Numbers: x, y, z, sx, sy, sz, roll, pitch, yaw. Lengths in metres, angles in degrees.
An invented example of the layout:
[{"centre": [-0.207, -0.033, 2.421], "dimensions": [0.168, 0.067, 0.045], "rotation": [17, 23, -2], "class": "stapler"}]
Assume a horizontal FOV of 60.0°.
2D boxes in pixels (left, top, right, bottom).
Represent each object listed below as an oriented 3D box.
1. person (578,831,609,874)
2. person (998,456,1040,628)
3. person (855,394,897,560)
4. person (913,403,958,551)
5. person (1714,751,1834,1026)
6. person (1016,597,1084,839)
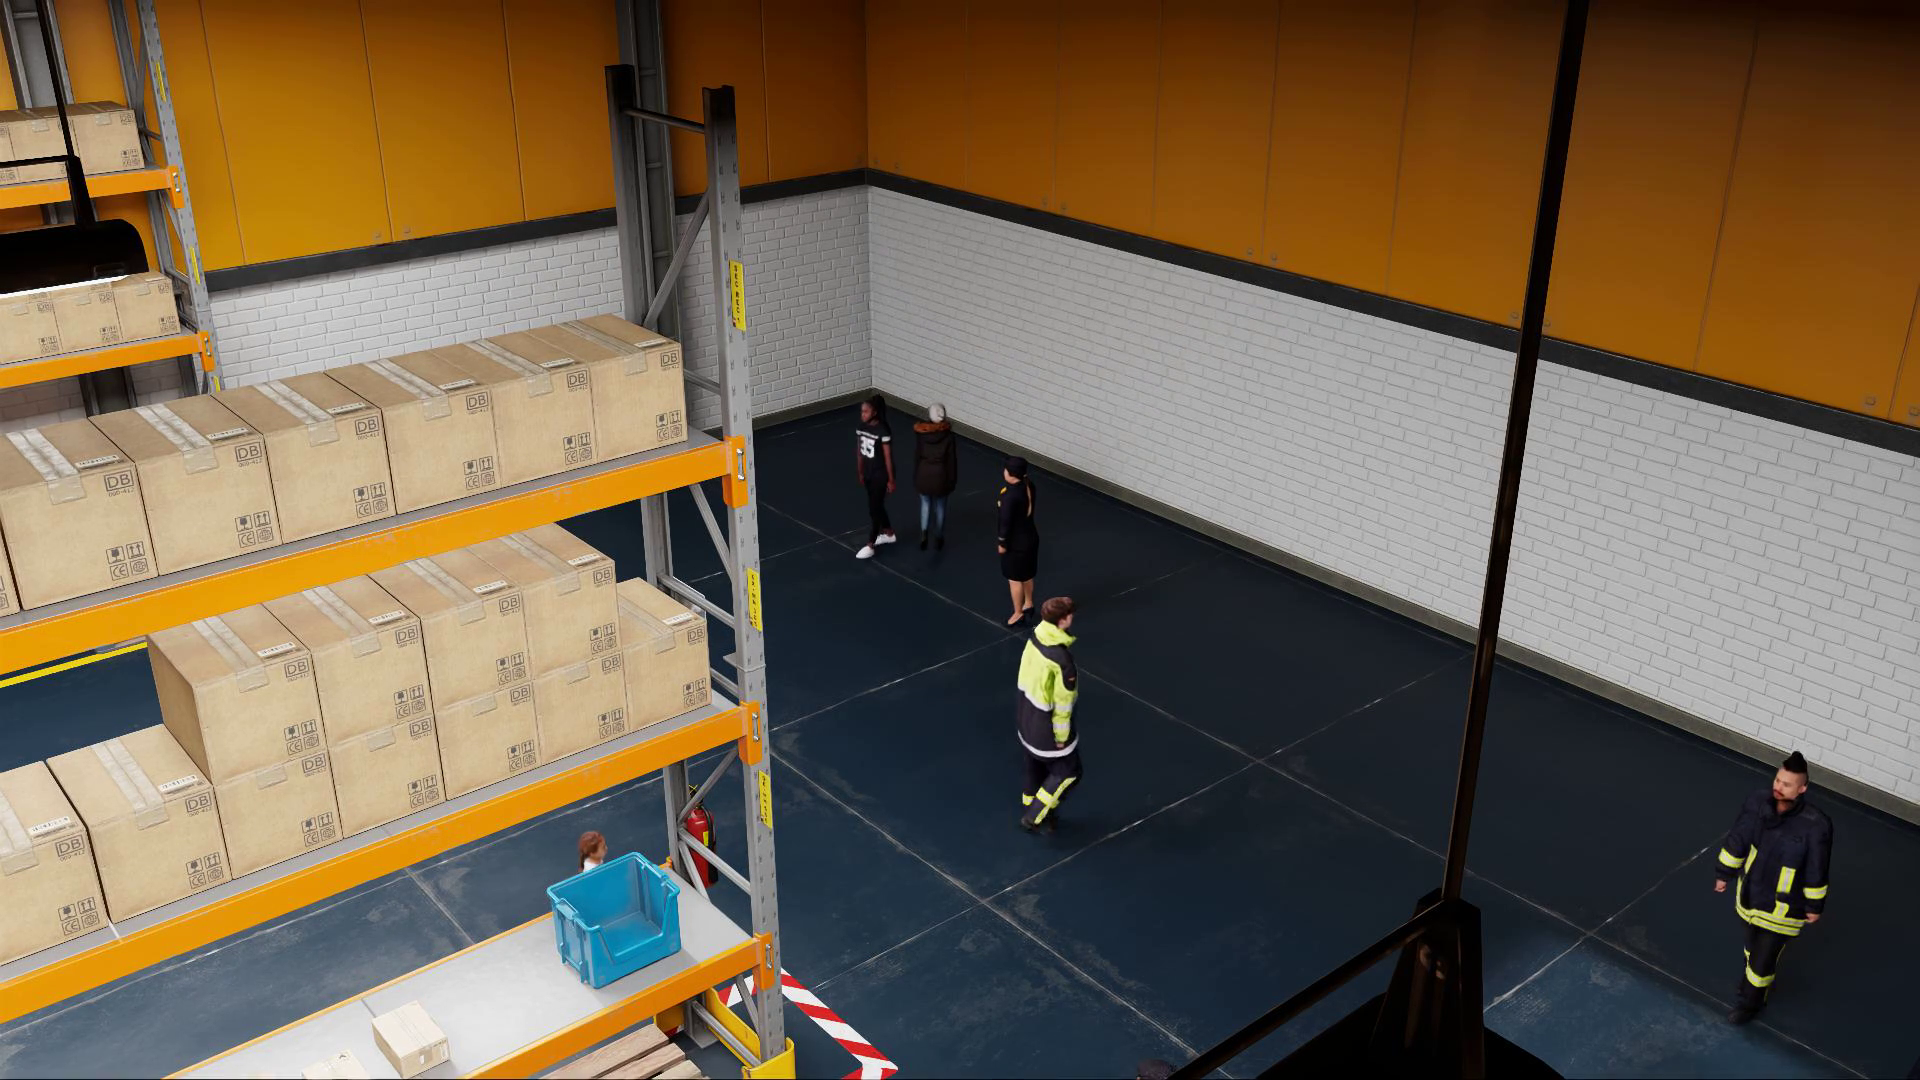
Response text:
[{"centre": [-2.471, 2.403, 11.095], "dimensions": [0.764, 0.993, 0.638], "rotation": [-3, 24, -7], "class": "person"}, {"centre": [0.556, 0.017, 15.711], "dimensions": [0.842, 1.669, 0.707], "rotation": [12, 26, 25], "class": "person"}, {"centre": [-0.828, -0.679, 17.247], "dimensions": [0.888, 1.714, 0.662], "rotation": [-19, 30, -36], "class": "person"}, {"centre": [-0.283, -0.616, 17.214], "dimensions": [0.866, 1.625, 0.941], "rotation": [4, 24, 9], "class": "person"}, {"centre": [5.248, 2.156, 10.588], "dimensions": [0.908, 1.853, 0.848], "rotation": [-14, 27, -29], "class": "person"}, {"centre": [0.566, 1.335, 12.326], "dimensions": [0.794, 1.964, 0.837], "rotation": [-13, 27, -26], "class": "person"}]
